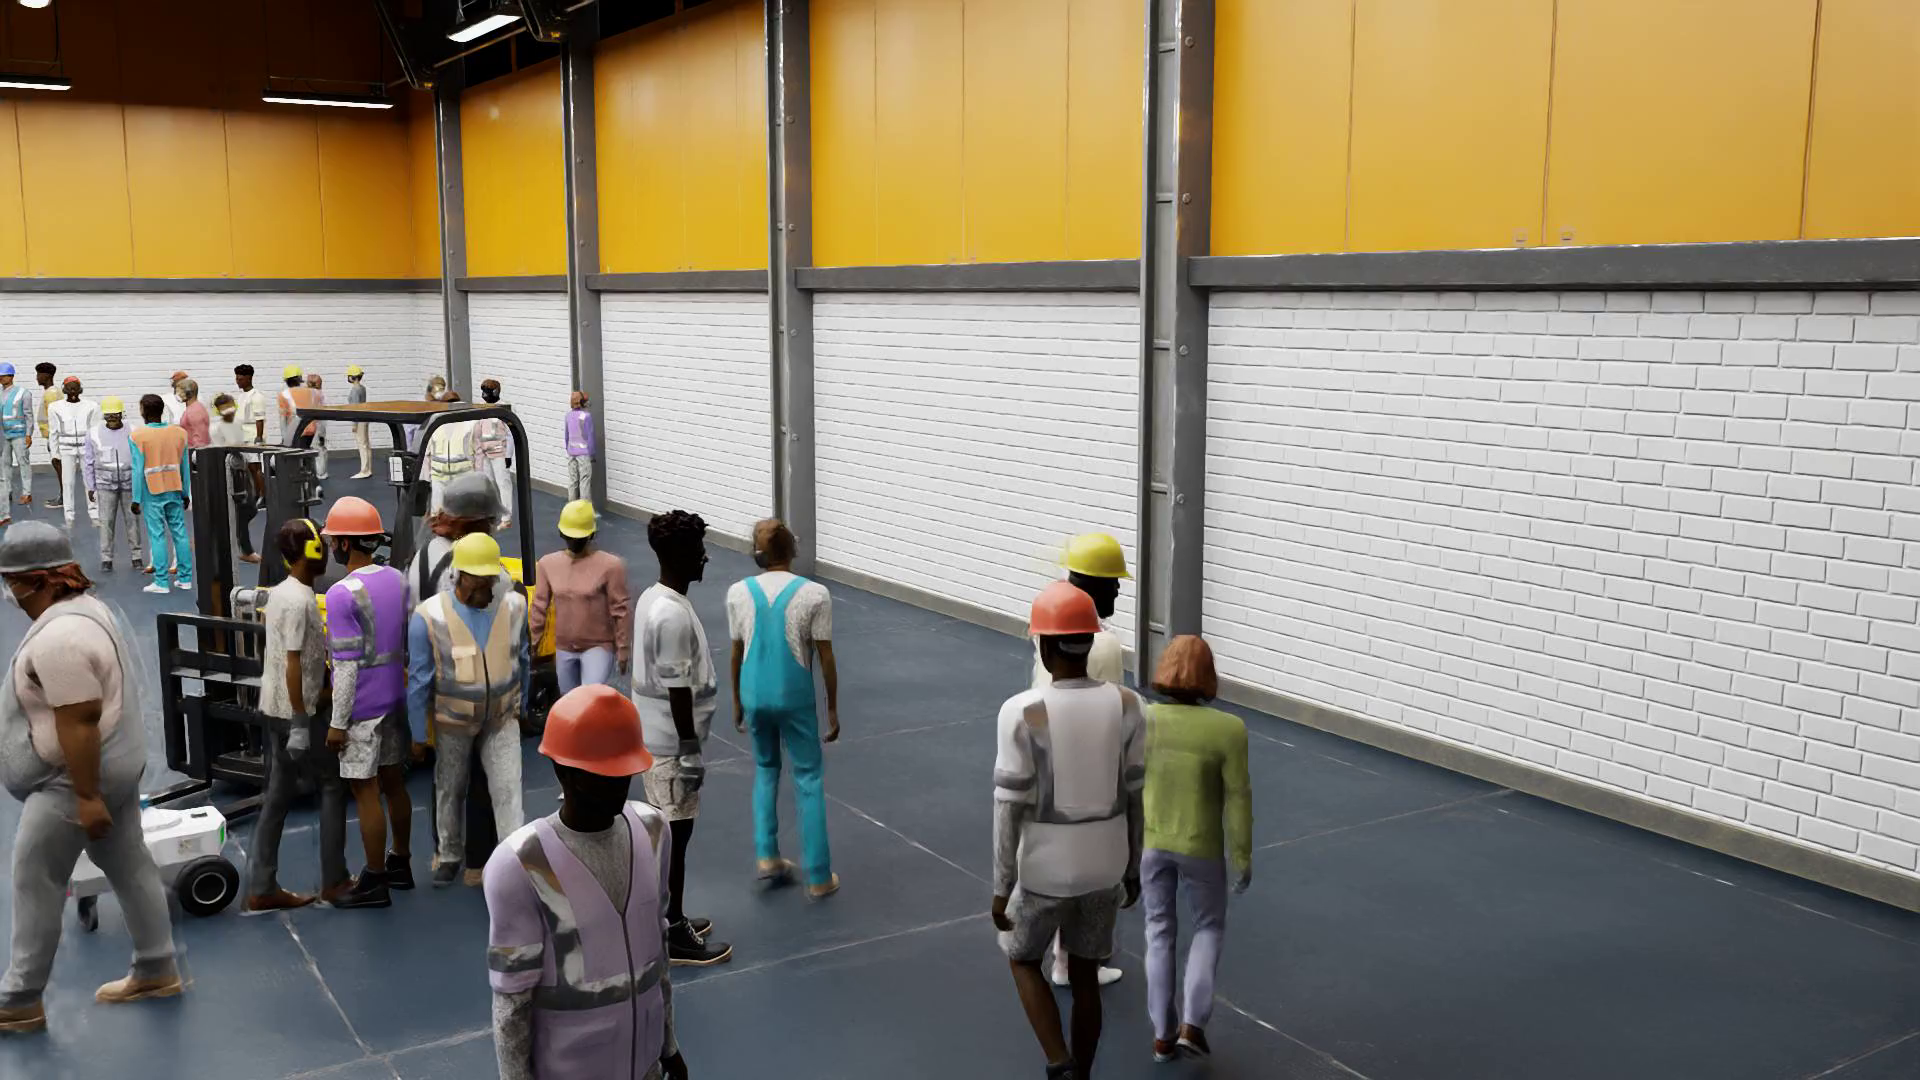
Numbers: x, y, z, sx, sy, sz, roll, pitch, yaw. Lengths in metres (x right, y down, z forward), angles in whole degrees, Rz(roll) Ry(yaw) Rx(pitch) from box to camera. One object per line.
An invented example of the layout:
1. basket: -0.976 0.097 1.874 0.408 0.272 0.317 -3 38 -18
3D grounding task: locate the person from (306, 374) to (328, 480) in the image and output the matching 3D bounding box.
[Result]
1. person: -9.919 -1.739 25.656 0.307 1.645 0.513 -2 9 -10

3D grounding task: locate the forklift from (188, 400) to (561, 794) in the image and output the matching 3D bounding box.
1. forklift: -3.529 0.258 10.348 1.214 2.155 2.313 4 9 25

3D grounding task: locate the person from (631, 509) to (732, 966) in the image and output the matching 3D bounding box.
1. person: -1.230 0.839 7.193 0.372 1.966 0.603 -3 9 -19

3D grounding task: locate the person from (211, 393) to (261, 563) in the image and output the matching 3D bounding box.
1. person: -7.669 -0.658 17.705 0.500 1.842 0.558 1 8 4

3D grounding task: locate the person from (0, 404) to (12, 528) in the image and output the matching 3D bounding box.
1. person: -11.918 -1.101 20.398 0.359 1.932 0.628 -2 9 -16

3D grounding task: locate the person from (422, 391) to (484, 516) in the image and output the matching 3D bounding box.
1. person: -5.410 -0.664 17.738 0.633 1.846 0.429 -1 9 -7

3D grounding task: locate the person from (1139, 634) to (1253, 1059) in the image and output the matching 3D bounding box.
1. person: 0.829 1.159 6.209 0.531 1.612 0.413 3 9 19

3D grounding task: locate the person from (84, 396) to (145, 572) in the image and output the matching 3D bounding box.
1. person: -8.717 -0.582 17.223 0.600 1.830 0.403 -5 10 -28

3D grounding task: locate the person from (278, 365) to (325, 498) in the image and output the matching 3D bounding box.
1. person: -9.222 -1.521 23.397 0.872 1.890 0.586 5 10 31

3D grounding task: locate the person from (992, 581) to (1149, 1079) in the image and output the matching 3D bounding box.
1. person: 0.374 1.099 5.616 0.575 1.916 0.497 -3 9 -18

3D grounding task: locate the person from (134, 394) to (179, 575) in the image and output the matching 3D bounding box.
1. person: -8.223 -0.568 17.059 0.509 1.862 0.322 1 9 9

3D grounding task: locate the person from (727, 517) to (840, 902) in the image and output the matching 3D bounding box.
1. person: -0.858 0.802 7.964 0.573 1.812 0.459 1 9 9

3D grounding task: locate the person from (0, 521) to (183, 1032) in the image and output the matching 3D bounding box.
1. person: -3.582 0.900 6.540 0.886 2.000 0.710 -2 9 -16

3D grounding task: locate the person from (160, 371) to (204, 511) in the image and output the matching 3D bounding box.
1. person: -10.372 -1.329 22.176 0.578 1.865 0.616 -6 10 -33

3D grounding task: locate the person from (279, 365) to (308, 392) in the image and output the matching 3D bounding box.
1. person: -10.884 -2.006 27.229 0.486 1.715 0.786 0 8 -2

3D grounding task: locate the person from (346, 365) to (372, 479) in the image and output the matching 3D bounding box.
1. person: -9.370 -1.835 25.893 0.327 1.769 0.525 -1 8 -4

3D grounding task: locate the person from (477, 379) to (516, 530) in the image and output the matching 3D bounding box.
1. person: -5.701 -1.045 20.312 0.621 1.845 0.429 5 10 30

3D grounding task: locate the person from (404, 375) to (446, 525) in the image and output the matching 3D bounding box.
1. person: -6.356 -1.036 20.039 0.653 1.905 0.486 -3 9 -19

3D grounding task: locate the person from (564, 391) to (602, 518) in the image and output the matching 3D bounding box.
1. person: -4.848 -1.085 21.259 0.515 1.641 0.313 7 11 38

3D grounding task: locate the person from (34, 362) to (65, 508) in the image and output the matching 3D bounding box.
1. person: -12.204 -1.417 22.401 0.369 1.965 0.609 -3 9 -22

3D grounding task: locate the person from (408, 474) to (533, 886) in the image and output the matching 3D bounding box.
1. person: -2.385 0.655 8.187 0.752 2.000 0.540 8 11 42

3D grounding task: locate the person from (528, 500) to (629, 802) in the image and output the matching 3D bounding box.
1. person: -2.144 0.627 9.351 0.566 1.737 0.400 3 9 17

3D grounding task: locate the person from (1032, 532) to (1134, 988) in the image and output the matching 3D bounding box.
1. person: 0.572 0.916 6.865 0.519 1.907 0.610 -3 9 -17

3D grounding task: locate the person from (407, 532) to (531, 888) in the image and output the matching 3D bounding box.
1. person: -2.315 0.837 7.904 0.615 1.778 0.781 -5 10 -33

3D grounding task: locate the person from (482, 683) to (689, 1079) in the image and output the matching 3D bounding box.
1. person: -0.897 1.304 4.167 0.364 1.934 0.552 7 11 38

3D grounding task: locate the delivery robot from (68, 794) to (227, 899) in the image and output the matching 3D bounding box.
1. delivery robot: -3.796 1.421 7.697 0.707 0.478 0.477 -6 10 -36

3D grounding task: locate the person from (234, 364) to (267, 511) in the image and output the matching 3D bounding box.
1. person: -9.396 -1.358 22.055 0.374 1.958 0.607 -8 12 -43

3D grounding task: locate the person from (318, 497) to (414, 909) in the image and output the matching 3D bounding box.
1. person: -2.806 0.761 7.824 0.362 1.938 0.545 2 9 11

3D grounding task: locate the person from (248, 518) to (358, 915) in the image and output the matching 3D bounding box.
1. person: -3.067 0.818 7.813 0.700 1.823 0.550 -6 10 -35

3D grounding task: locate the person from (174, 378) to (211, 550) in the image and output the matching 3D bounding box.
1. person: -8.593 -0.856 18.718 0.354 1.936 0.635 -4 9 -25

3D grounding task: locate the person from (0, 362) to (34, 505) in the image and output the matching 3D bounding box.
1. person: -12.921 -1.445 22.650 0.603 1.949 0.389 0 8 3

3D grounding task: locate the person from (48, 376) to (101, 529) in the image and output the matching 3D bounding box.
1. person: -10.833 -1.073 20.403 0.579 1.878 0.354 -5 10 -30

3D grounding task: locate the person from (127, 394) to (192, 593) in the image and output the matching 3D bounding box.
1. person: -7.689 -0.447 16.032 0.373 1.915 0.594 5 10 32
